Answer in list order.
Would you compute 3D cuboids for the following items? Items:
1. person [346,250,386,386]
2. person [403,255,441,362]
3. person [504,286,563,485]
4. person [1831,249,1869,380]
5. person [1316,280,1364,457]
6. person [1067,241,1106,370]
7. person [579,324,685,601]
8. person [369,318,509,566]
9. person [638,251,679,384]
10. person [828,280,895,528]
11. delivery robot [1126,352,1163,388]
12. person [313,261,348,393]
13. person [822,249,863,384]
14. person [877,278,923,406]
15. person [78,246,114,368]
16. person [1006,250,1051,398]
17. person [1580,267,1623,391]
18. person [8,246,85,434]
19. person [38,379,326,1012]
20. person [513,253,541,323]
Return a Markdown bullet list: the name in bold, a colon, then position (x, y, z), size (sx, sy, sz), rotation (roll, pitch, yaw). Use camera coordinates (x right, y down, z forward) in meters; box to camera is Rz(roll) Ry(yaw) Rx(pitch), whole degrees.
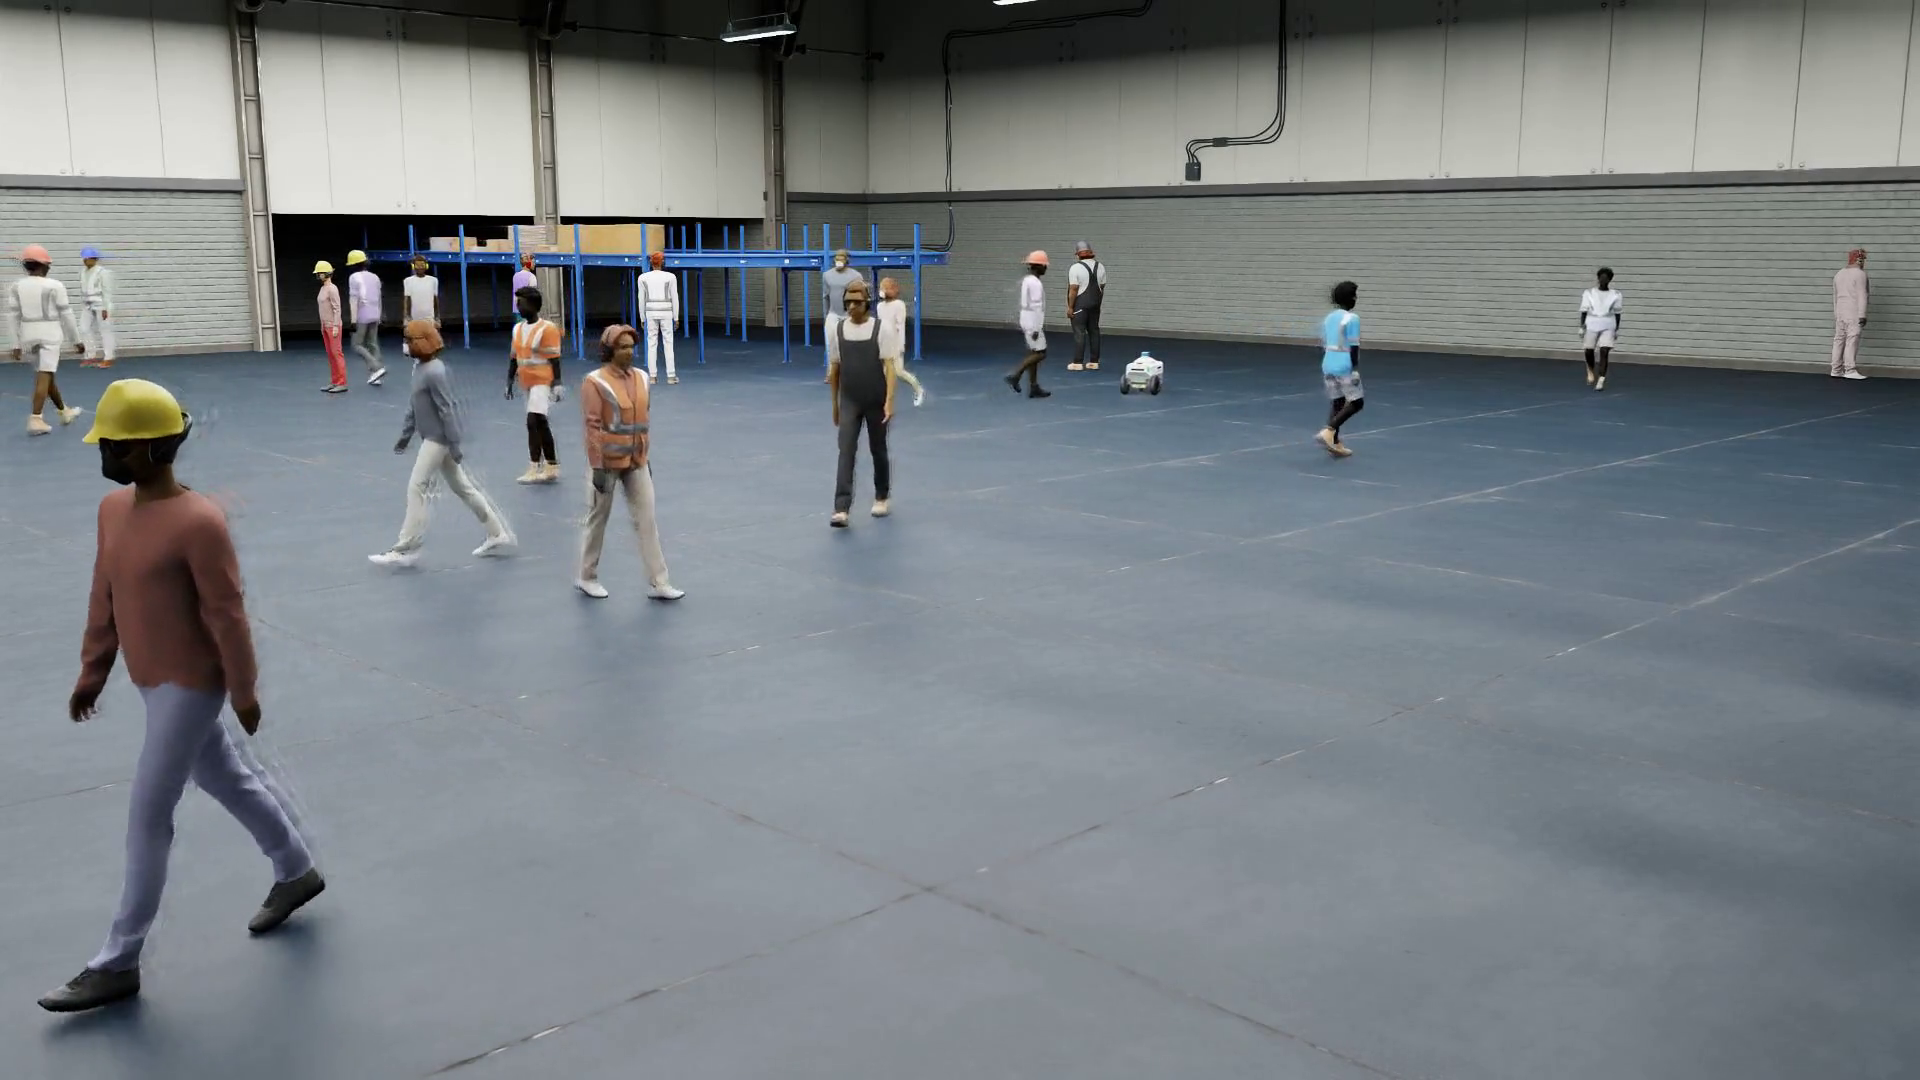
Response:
- **person**: position (-8.333, -3.108, 23.336), size (0.409, 1.904, 0.674), rotation (4, 11, 22)
- **person**: position (-8.022, -3.329, 24.783), size (0.545, 1.829, 0.972), rotation (-4, 11, -22)
- **person**: position (-3.675, -1.298, 14.084), size (0.559, 1.670, 0.672), rotation (8, 13, 39)
- **person**: position (13.185, -3.334, 24.577), size (0.409, 1.909, 0.640), rotation (-2, 11, -9)
- **person**: position (3.613, -1.616, 15.796), size (0.404, 1.682, 0.545), rotation (-3, 11, -18)
- **person**: position (1.940, -3.699, 26.313), size (0.674, 2.000, 0.536), rotation (-7, 13, -34)
- **person**: position (-1.970, -0.451, 9.699), size (0.580, 1.628, 0.532), rotation (8, 13, 37)
- **person**: position (-3.376, -0.643, 10.783), size (0.901, 1.586, 0.496), rotation (-5, 11, -24)
- **person**: position (-4.294, -3.175, 23.774), size (0.572, 1.883, 0.356), rotation (0, 10, 1)
- **person**: position (-0.718, -1.011, 12.249), size (0.521, 1.788, 1.018), rotation (1, 10, 8)
- **delivery robot**: position (2.496, -2.296, 22.464), size (0.477, 0.478, 0.707), rotation (4, 11, 22)
- **person**: position (-8.536, -2.881, 22.487), size (0.326, 1.767, 0.533), rotation (-8, 13, -38)
- **person**: position (-1.702, -3.170, 23.671), size (0.654, 1.904, 0.817), rotation (3, 11, 18)
- **person**: position (-0.767, -2.347, 19.994), size (0.515, 1.608, 0.671), rotation (10, 14, 43)
- **person**: position (-13.796, -3.681, 26.398), size (0.645, 1.924, 0.688), rotation (3, 11, 18)
- **person**: position (0.911, -2.820, 21.761), size (0.571, 1.916, 0.544), rotation (-2, 11, -13)
- **person**: position (8.850, -2.931, 22.975), size (0.543, 1.682, 0.629), rotation (4, 11, 23)
- **person**: position (-9.872, -2.176, 18.026), size (0.617, 1.984, 1.050), rotation (2, 11, 9)
- **person**: position (-2.243, 0.393, 4.782), size (0.522, 1.726, 0.922), rotation (8, 13, 36)
- **person**: position (-6.528, -3.400, 25.097), size (0.572, 1.844, 0.376), rotation (10, 14, 43)
